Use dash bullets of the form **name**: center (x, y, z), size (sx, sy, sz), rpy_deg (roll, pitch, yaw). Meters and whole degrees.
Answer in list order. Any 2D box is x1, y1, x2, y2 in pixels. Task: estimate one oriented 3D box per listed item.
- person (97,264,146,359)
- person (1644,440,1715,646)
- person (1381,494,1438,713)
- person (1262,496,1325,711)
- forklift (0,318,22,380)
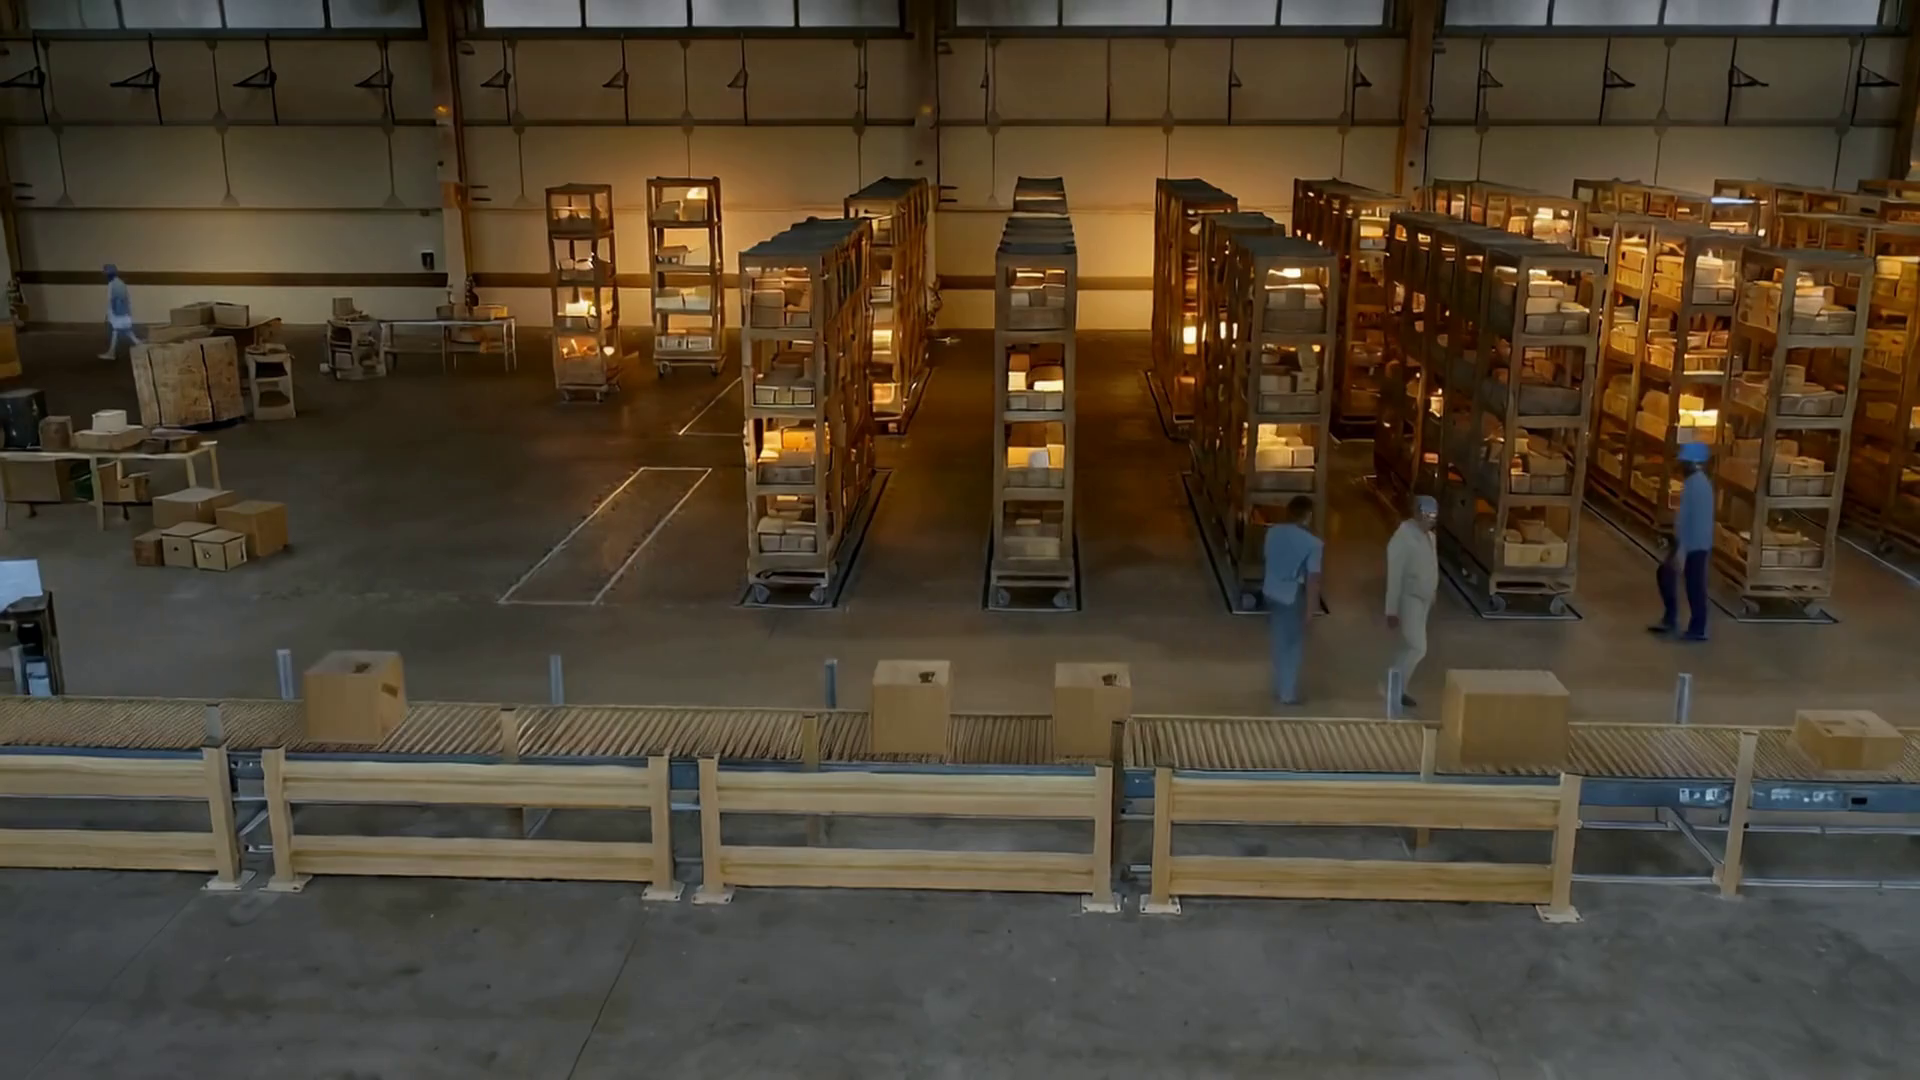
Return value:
- **person**: center (-16.409, -4.450, 32.511), size (1.042, 1.882, 0.549), rpy_deg (-2, 15, -7)
- **person**: center (6.796, 0.036, 15.658), size (0.679, 1.969, 0.617), rpy_deg (4, 16, 14)
- **person**: center (3.819, 0.533, 13.974), size (0.443, 1.889, 0.669), rpy_deg (12, 19, 37)
- **person**: center (2.812, 0.521, 14.206), size (0.592, 1.797, 0.588), rpy_deg (-13, 20, -41)
- **forklift**: center (-17.827, -4.143, 29.463), size (1.129, 2.768, 1.873), rpy_deg (1, 15, 3)
